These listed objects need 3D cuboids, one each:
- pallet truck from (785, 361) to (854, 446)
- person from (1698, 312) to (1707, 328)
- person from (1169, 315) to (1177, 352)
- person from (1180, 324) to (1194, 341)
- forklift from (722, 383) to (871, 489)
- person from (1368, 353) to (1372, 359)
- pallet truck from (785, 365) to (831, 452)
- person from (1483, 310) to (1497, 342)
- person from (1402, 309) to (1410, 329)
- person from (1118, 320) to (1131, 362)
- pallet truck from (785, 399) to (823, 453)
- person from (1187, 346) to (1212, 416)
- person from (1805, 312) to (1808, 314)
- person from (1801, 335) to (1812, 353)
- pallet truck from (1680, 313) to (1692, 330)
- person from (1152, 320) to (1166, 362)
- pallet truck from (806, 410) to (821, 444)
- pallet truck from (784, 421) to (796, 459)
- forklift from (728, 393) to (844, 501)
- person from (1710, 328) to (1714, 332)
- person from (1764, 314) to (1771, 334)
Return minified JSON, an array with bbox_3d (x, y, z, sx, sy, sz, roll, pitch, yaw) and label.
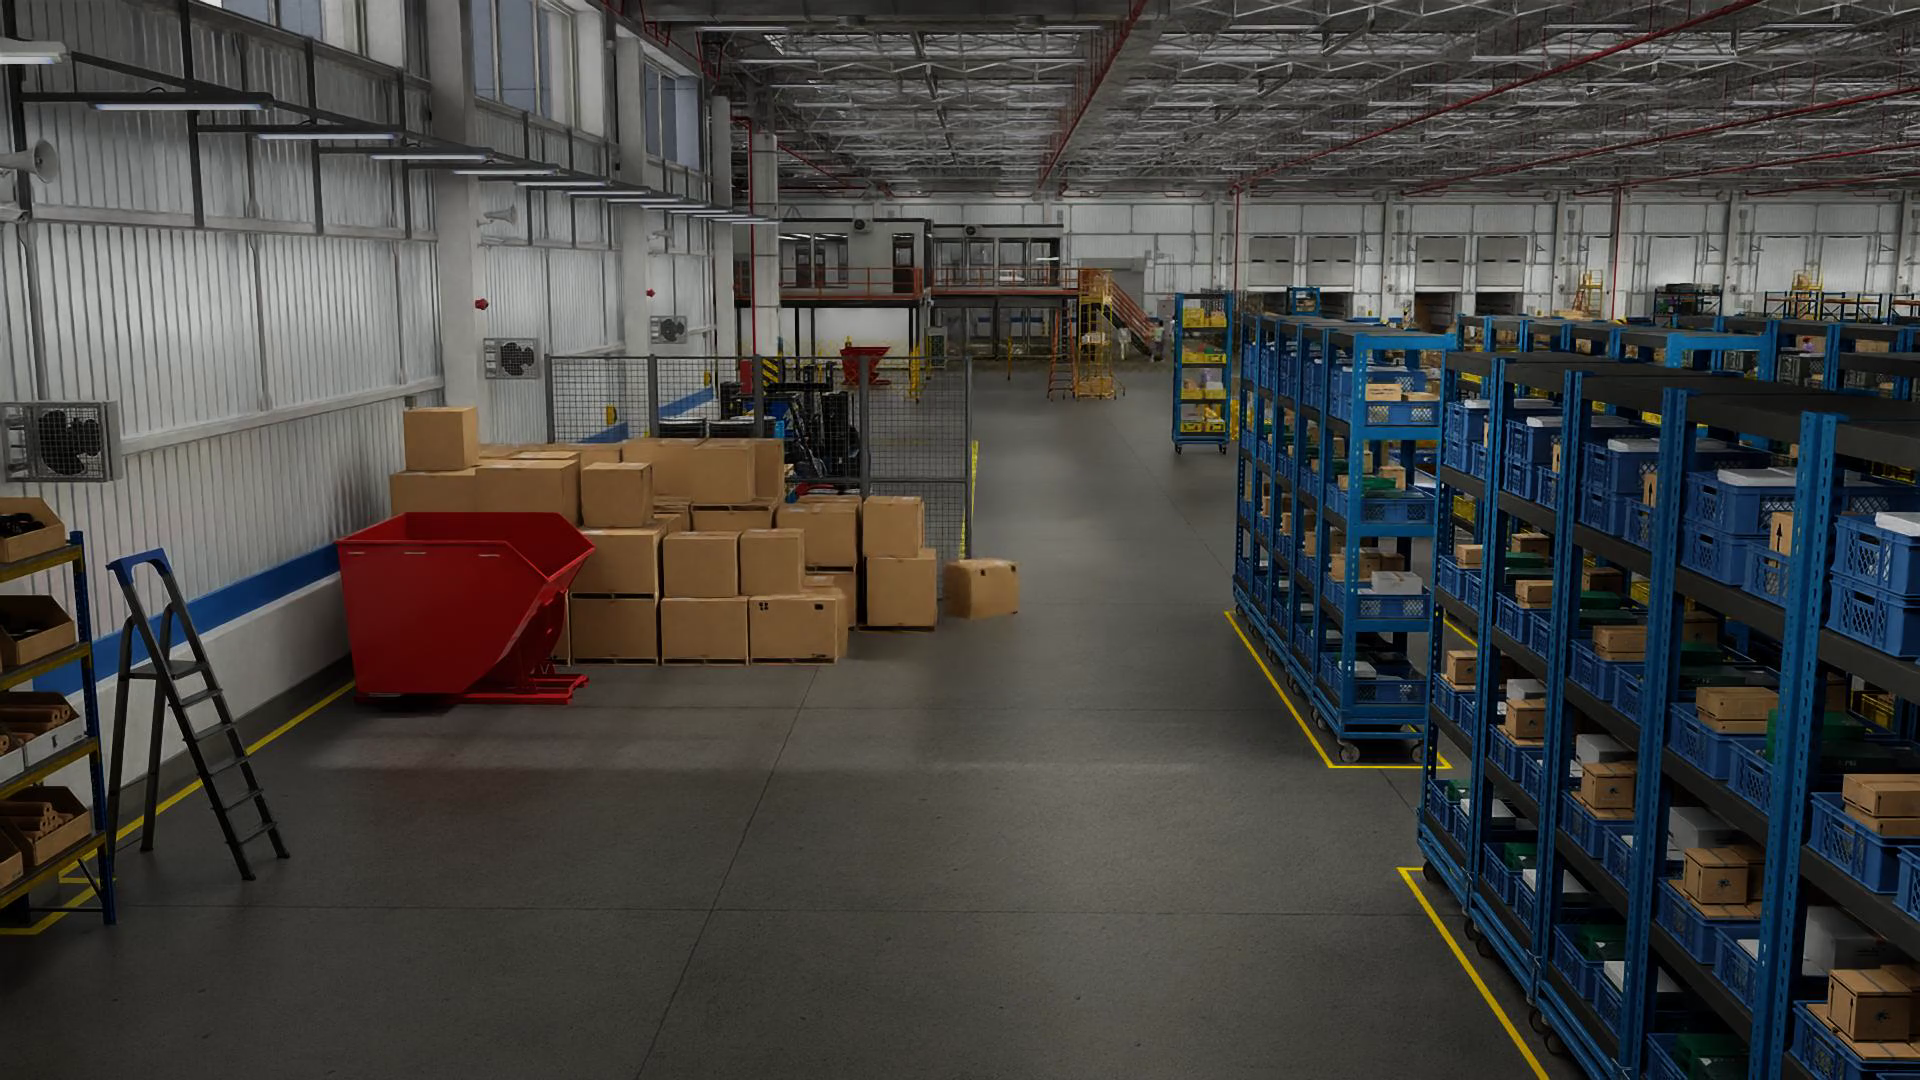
[{"bbox_3d":[-3.410,-3.193,38.978,1.885,1.965,0.823,0,9,-1],"label":"pallet truck"},{"bbox_3d":[38.906,-10.974,86.843,0.995,2.000,0.683,-5,10,-26],"label":"person"},{"bbox_3d":[10.848,-10.432,83.986,0.573,1.883,0.356,-3,10,-19],"label":"person"},{"bbox_3d":[13.289,-12.592,97.371,0.927,1.880,0.592,-2,10,-14],"label":"person"},{"bbox_3d":[-2.893,-1.687,28.729,2.680,1.987,1.157,0,9,-1],"label":"forklift"},{"bbox_3d":[12.998,-5.232,52.116,0.404,1.823,0.596,-3,10,-17],"label":"person"},{"bbox_3d":[-3.774,-2.976,37.635,1.885,1.965,0.823,1,9,5],"label":"pallet truck"},{"bbox_3d":[30.641,-12.377,96.172,0.963,1.817,0.552,0,9,1],"label":"person"},{"bbox_3d":[25.276,-12.130,94.354,0.585,1.918,0.395,-6,11,-31],"label":"person"},{"bbox_3d":[7.433,-9.003,75.227,0.577,1.865,0.770,1,9,9],"label":"person"},{"bbox_3d":[-3.814,-2.432,36.419,1.630,1.274,0.653,0,9,1],"label":"pallet truck"},{"bbox_3d":[6.753,-4.436,46.680,0.878,1.983,0.676,0,9,1],"label":"person"},{"bbox_3d":[44.826,-11.144,88.236,0.365,1.931,0.631,2,9,12],"label":"person"},{"bbox_3d":[30.015,-6.364,58.830,0.662,1.913,0.552,1,9,5],"label":"person"},{"bbox_3d":[36.315,-10.531,84.244,0.823,1.965,1.885,-6,11,-33],"label":"pallet truck"},{"bbox_3d":[8.890,-8.869,74.295,0.615,1.900,0.680,8,12,40],"label":"person"},{"bbox_3d":[-3.559,-2.018,33.905,1.522,1.261,0.704,0,9,-1],"label":"pallet truck"},{"bbox_3d":[-4.013,-1.793,32.705,1.601,1.201,0.680,0,9,1],"label":"pallet truck"},{"bbox_3d":[-2.979,-1.316,26.476,2.680,1.987,1.157,0,9,1],"label":"forklift"},{"bbox_3d":[33.398,-8.817,73.892,0.416,1.926,0.561,5,10,26],"label":"person"},{"bbox_3d":[42.741,-11.070,88.224,0.960,1.788,0.645,3,10,18],"label":"person"}]
